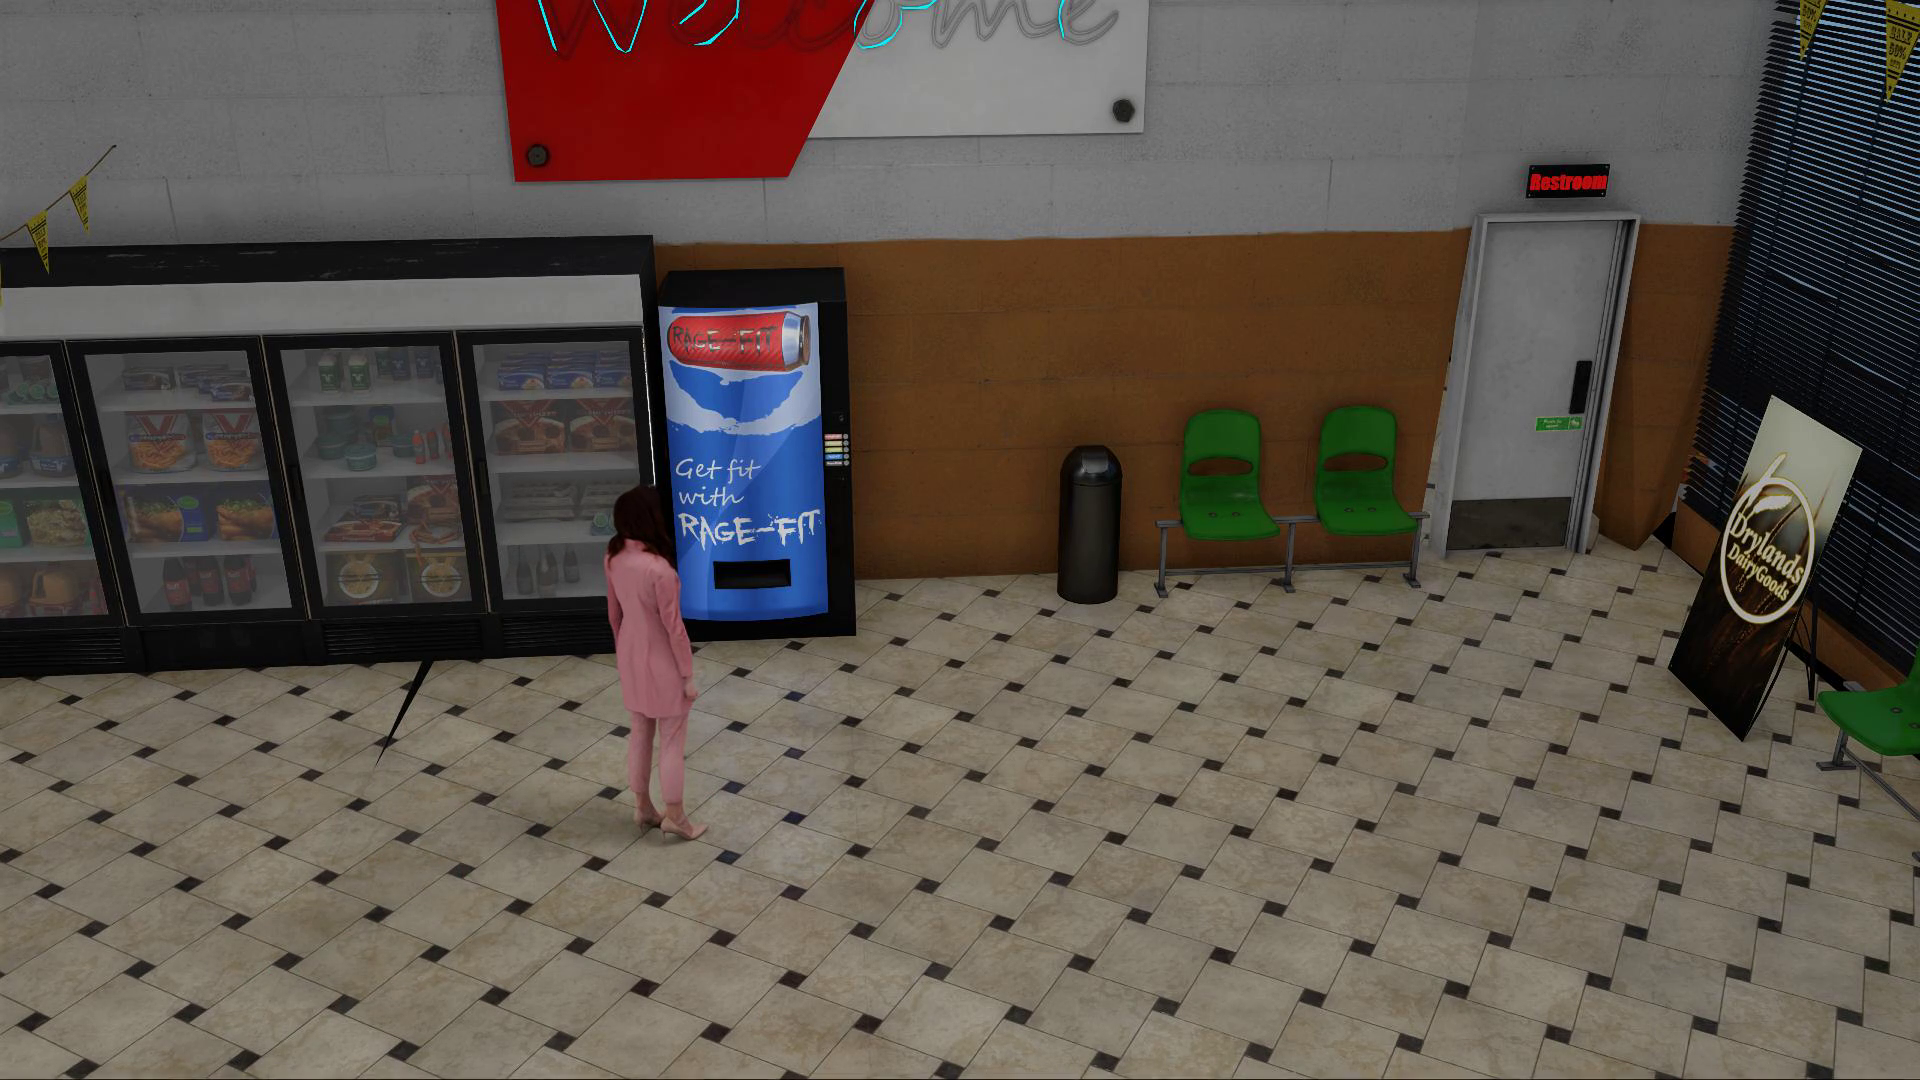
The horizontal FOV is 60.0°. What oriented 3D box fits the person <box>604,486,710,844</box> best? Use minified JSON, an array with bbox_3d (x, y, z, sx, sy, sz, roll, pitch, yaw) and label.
[{"bbox_3d":[-1.450,0.606,7.797,0.686,1.802,0.727,16,28,32],"label":"person"}]
